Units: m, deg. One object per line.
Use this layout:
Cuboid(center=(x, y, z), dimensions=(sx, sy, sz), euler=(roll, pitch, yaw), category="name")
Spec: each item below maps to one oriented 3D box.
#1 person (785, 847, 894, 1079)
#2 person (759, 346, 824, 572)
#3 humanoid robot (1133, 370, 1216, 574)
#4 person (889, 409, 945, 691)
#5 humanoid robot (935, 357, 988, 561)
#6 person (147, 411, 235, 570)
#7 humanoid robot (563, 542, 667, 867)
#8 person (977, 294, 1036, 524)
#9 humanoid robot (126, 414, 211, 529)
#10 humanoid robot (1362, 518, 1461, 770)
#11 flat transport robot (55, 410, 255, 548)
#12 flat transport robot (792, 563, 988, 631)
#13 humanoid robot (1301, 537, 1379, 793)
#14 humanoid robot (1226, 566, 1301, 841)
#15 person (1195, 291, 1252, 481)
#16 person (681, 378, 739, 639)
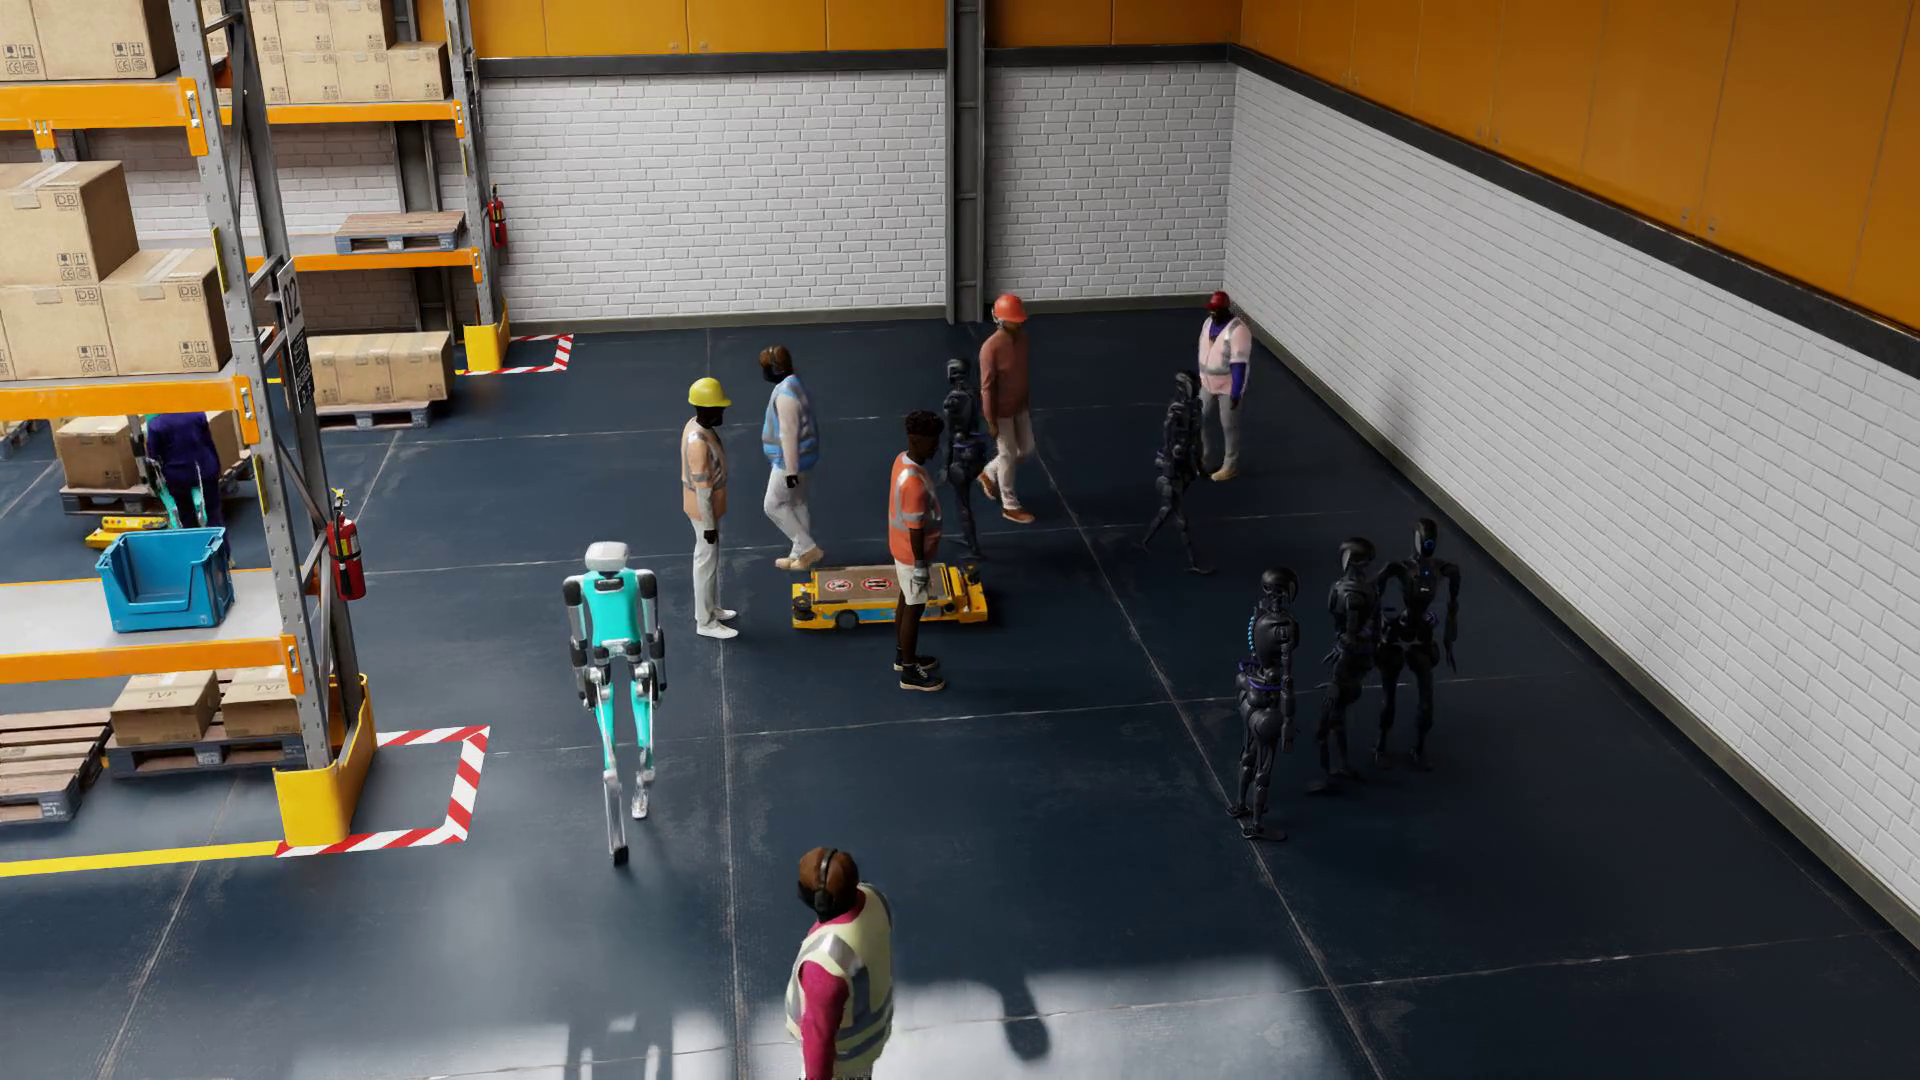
Cuboid(center=(-0.406, 2.058, 6.804), dimensions=(0.875, 1.809, 0.634), euler=(5, 24, 12), category="person")
Cuboid(center=(-1.304, -0.613, 12.871), dimensions=(0.435, 1.817, 0.656), euler=(2, 24, 4), category="person")
Cuboid(center=(1.702, -0.560, 12.993), dimensions=(0.793, 1.631, 0.601), euler=(16, 29, 33), category="humanoid robot")
Cuboid(center=(-0.284, 0.057, 11.168), dimensions=(0.382, 1.956, 0.609), euler=(-3, 24, -7), category="person")
Cuboid(center=(0.036, -0.641, 13.124), dimensions=(0.425, 1.644, 0.610), euler=(11, 26, 24), category="humanoid robot")
Cuboid(center=(-5.958, -0.481, 12.818), dimensions=(0.532, 1.605, 0.410), euler=(-18, 30, -35), category="person")
Cuboid(center=(-1.917, 0.979, 9.390), dimensions=(0.545, 1.806, 0.891), euler=(-4, 24, -9), category="humanoid robot")
Cuboid(center=(0.361, -1.099, 13.785), dimensions=(0.567, 1.970, 0.625), euler=(16, 28, 32), category="person")
Cuboid(center=(-5.940, -0.467, 12.653), dimensions=(0.530, 1.785, 0.704), euler=(-14, 27, -29), category="humanoid robot")
Cuboid(center=(2.759, 0.635, 10.191), dimensions=(0.597, 1.644, 0.330), euler=(-2, 24, -3), category="humanoid robot")
Cuboid(center=(-6.709, -0.288, 14.054), dimensions=(0.659, 0.231, 1.431), euler=(1, 24, 2), category="flat transport robot")
Cuboid(center=(-0.536, 0.421, 12.437), dimensions=(1.431, 0.231, 0.659), euler=(-2, 24, -5), category="flat transport robot")
Cuboid(center=(2.297, 0.736, 9.965), dimensions=(0.333, 1.651, 0.584), euler=(4, 24, 10), category="humanoid robot")
Cuboid(center=(1.760, 0.919, 9.537), dimensions=(0.307, 1.655, 0.609), euler=(-3, 24, -8), category="humanoid robot")
Cuboid(center=(2.270, -1.341, 14.632), dimensions=(0.520, 1.732, 0.651), euler=(-18, 30, -36), category="person")
Cuboid(center=(-1.780, -0.238, 11.878), dimensions=(0.382, 1.925, 0.590), euler=(-3, 24, -7), category="person")
